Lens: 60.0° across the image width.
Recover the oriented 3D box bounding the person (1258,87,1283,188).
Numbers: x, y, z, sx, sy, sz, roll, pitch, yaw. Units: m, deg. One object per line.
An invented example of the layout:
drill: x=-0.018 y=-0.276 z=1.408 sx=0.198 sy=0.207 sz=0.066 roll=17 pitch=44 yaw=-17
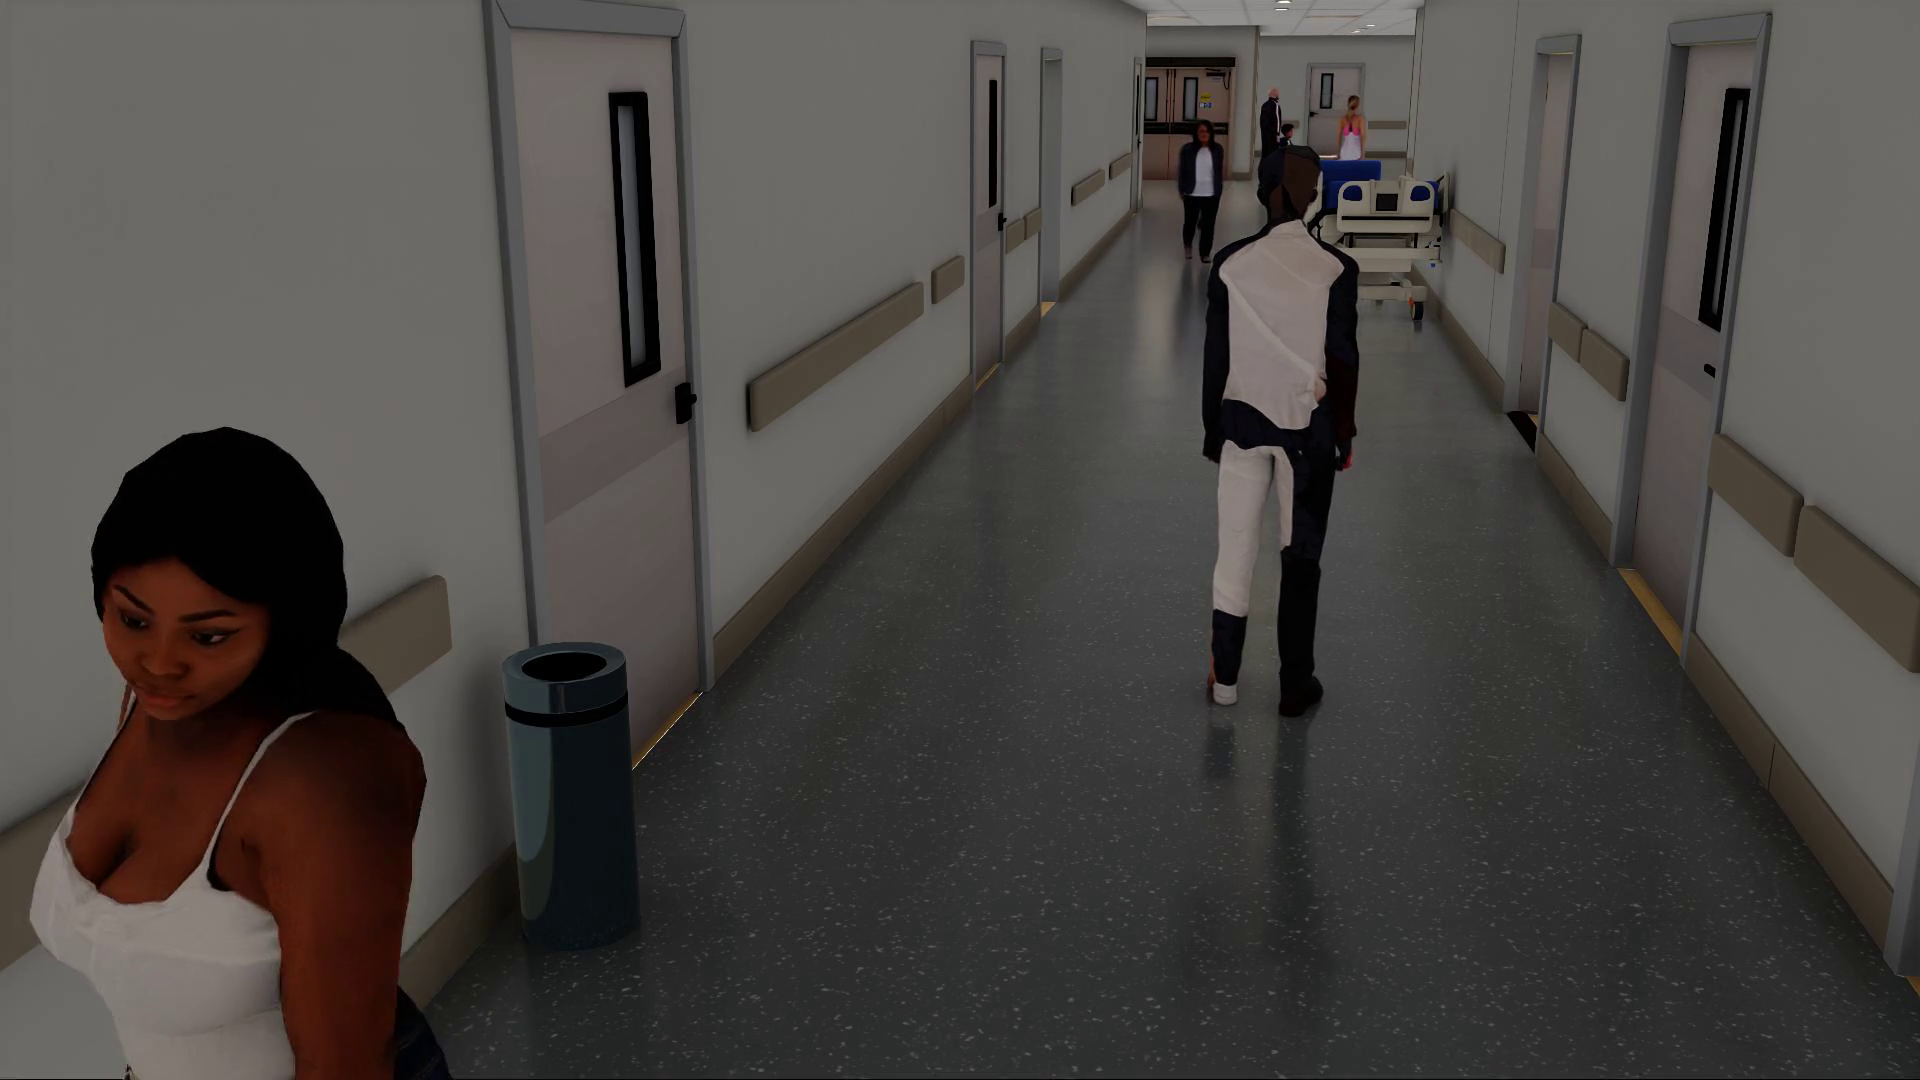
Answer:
person: x=5.815 y=-7.552 z=31.199 sx=0.788 sy=1.836 sz=0.771 roll=-7 pitch=17 yaw=-25

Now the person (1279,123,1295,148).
person: x=5.829 y=-6.840 z=29.807 sx=0.480 sy=1.221 sz=0.521 roll=2 pitch=16 yaw=5

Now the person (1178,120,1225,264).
person: x=2.738 y=-3.955 z=18.921 sx=0.965 sy=1.576 sz=0.844 roll=0 pitch=16 yaw=0

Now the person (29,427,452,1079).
person: x=-0.762 y=0.707 z=2.028 sx=1.023 sy=1.770 sz=0.927 roll=-9 pitch=18 yaw=-28

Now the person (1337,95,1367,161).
person: x=5.657 y=-5.556 z=24.220 sx=0.666 sy=1.782 sz=0.781 roll=11 pitch=19 yaw=35

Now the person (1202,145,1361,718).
person: x=1.061 y=-0.356 z=5.582 sx=0.611 sy=1.888 sz=0.793 roll=7 pitch=17 yaw=22
